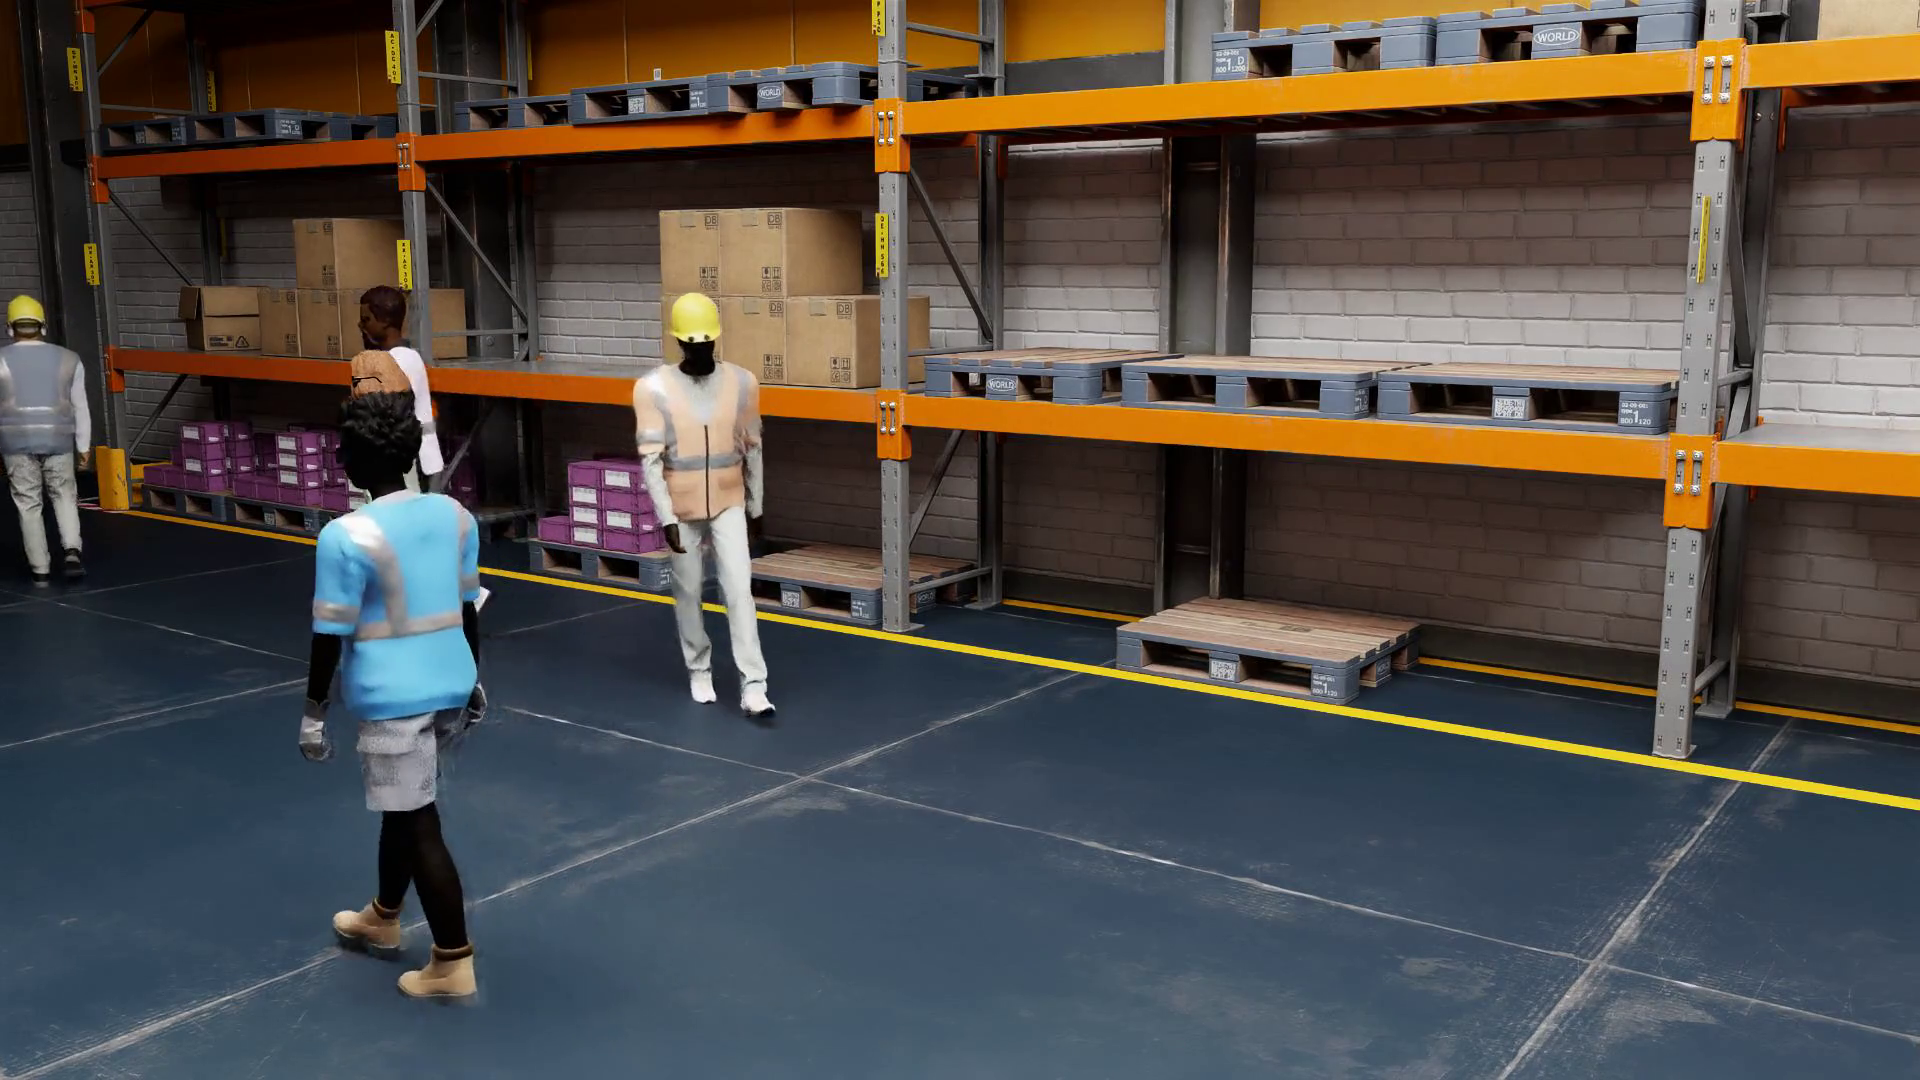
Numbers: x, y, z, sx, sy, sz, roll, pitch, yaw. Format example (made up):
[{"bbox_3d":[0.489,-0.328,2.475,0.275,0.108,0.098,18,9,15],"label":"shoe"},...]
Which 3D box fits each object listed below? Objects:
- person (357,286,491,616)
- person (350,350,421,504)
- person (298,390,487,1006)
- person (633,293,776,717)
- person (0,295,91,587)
[{"bbox_3d":[-2.788,-0.338,8.484,0.567,1.904,0.592,-3,10,-16],"label":"person"},{"bbox_3d":[-2.581,-0.046,7.561,0.288,1.626,0.497,-1,10,-5],"label":"person"},{"bbox_3d":[-1.618,0.428,4.590,0.762,1.667,0.548,4,10,22],"label":"person"},{"bbox_3d":[-1.111,-0.136,7.322,0.595,1.873,0.945,-3,10,-20],"label":"person"},{"bbox_3d":[-5.716,-0.600,10.297,0.594,1.819,0.403,-7,12,-37],"label":"person"}]
